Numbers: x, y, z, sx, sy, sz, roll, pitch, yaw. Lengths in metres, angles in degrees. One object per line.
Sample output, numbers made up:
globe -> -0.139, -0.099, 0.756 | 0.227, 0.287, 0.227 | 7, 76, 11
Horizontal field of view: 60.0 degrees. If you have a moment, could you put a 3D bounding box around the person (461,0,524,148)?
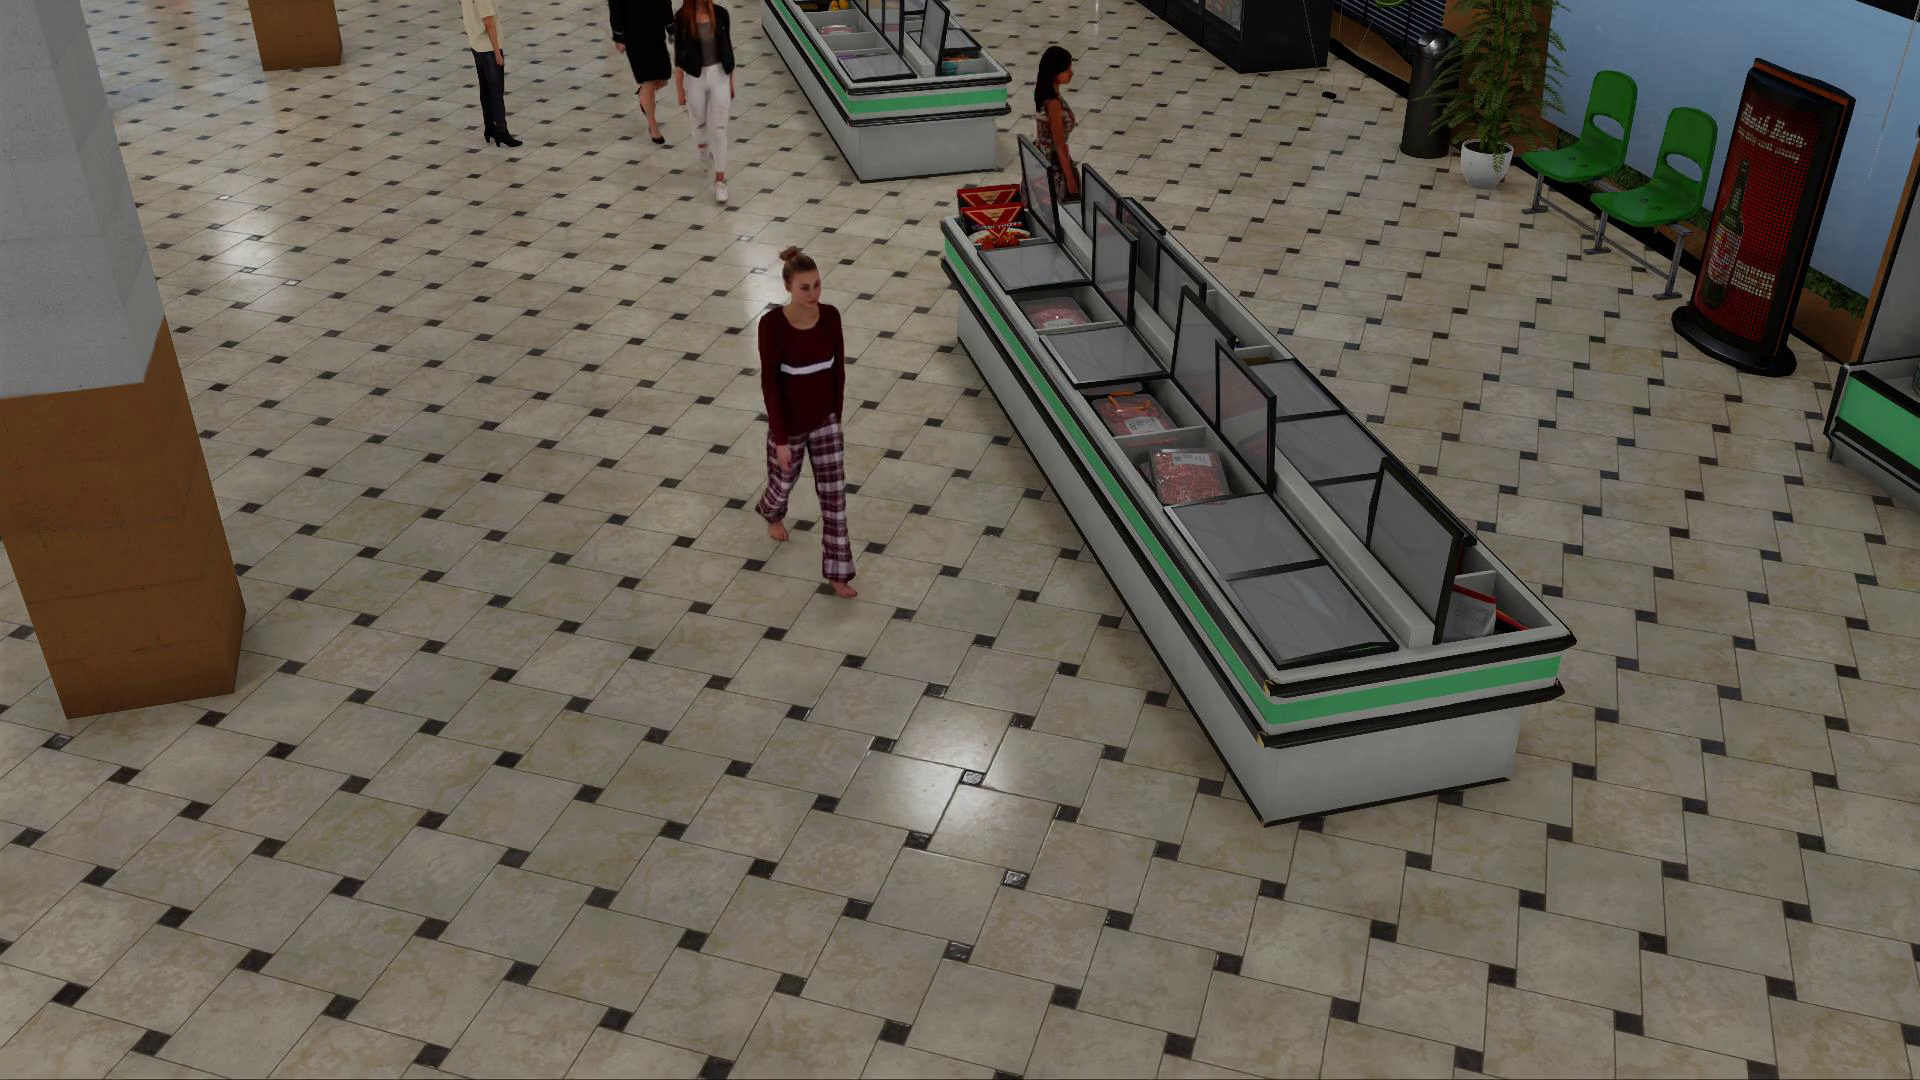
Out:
person -> -3.838, -3.992, 13.484 | 0.714, 1.587, 0.557 | -23, 38, -32

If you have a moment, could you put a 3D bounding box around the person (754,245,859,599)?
person -> -0.792, -0.581, 7.935 | 0.770, 1.658, 1.148 | -16, 35, -23

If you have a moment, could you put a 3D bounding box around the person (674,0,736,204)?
person -> -1.907, -3.444, 12.515 | 0.632, 1.679, 1.015 | -6, 32, -9

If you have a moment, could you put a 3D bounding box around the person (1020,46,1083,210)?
person -> 0.483, -2.393, 10.901 | 0.882, 1.600, 1.173 | 0, 32, 1

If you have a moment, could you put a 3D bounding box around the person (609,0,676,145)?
person -> -2.592, -4.110, 13.604 | 0.825, 1.661, 0.925 | -18, 36, -26
